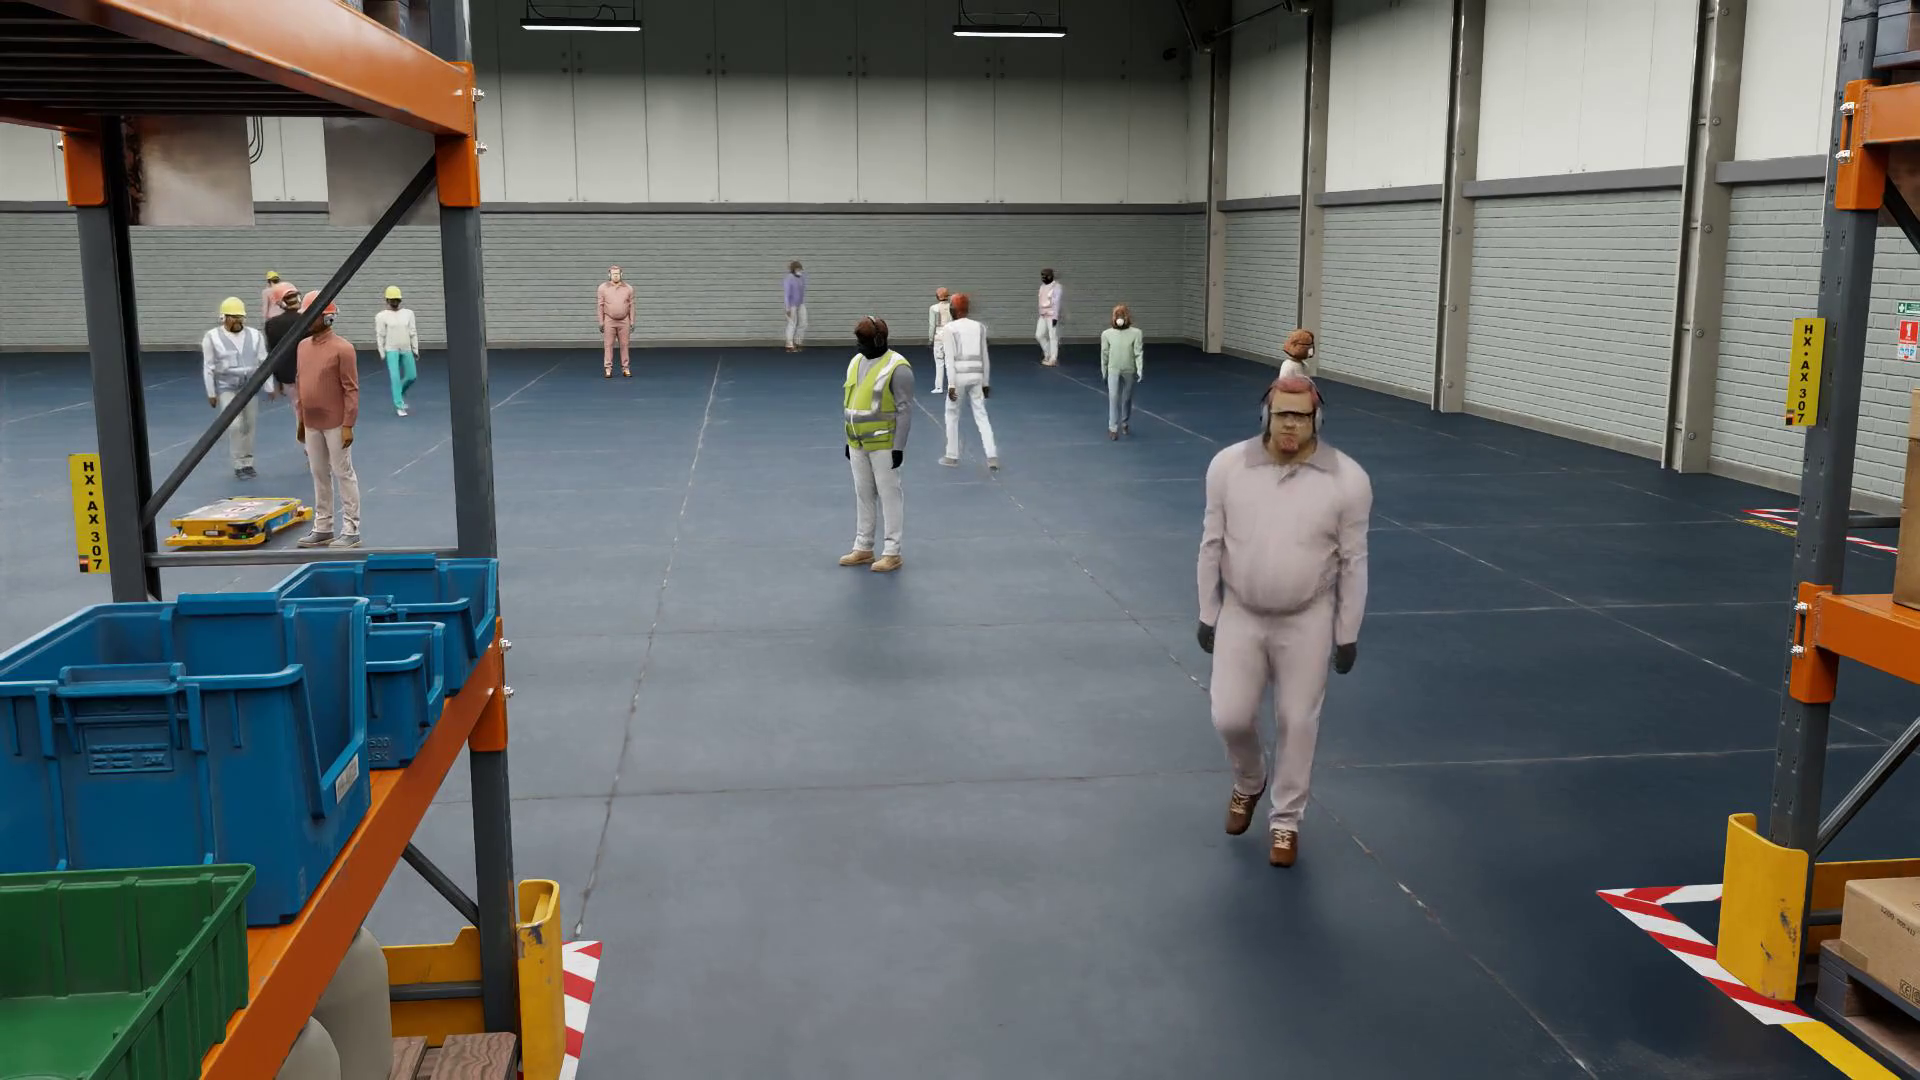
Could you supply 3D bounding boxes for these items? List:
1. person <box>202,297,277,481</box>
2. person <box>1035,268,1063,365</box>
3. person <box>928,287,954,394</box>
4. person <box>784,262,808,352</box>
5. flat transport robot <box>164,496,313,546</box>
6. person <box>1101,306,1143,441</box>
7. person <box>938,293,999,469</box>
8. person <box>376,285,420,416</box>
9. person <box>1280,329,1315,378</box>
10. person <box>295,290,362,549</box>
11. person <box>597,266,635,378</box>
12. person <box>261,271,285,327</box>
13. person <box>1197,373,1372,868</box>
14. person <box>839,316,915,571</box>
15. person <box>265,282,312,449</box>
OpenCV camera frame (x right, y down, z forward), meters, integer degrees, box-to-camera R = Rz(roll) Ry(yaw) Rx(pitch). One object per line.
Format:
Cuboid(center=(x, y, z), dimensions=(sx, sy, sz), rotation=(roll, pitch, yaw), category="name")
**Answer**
Cuboid(center=(-7.121, -1.495, 16.517), dimensions=(0.607, 1.807, 0.710), rotation=(-10, 14, -44), category="person")
Cuboid(center=(1.679, -4.177, 31.189), dimensions=(0.439, 1.827, 0.623), rotation=(-7, 12, -32), category="person")
Cuboid(center=(-0.250, -3.067, 25.586), dimensions=(0.514, 1.640, 0.310), rotation=(-6, 12, -29), category="person")
Cuboid(center=(-3.438, -4.846, 34.670), dimensions=(0.592, 1.885, 0.658), rotation=(9, 13, 40), category="person")
Cuboid(center=(-5.796, -0.164, 13.425), dimensions=(0.652, 0.197, 1.431), rotation=(0, 10, -3), category="flat transport robot")
Cuboid(center=(1.942, -2.022, 19.983), dimensions=(0.502, 1.593, 0.839), rotation=(1, 10, 3), category="person")
Cuboid(center=(0.120, -1.641, 17.288), dimensions=(0.595, 1.839, 0.839), rotation=(-7, 12, -32), category="person")
Cuboid(center=(-7.593, -2.555, 22.440), dimensions=(0.546, 1.752, 0.492), rotation=(-8, 13, -38), category="person")
Cuboid(center=(2.862, -0.992, 14.268), dimensions=(0.307, 1.626, 0.499), rotation=(7, 12, 34), category="person")
Cuboid(center=(-4.890, -0.918, 12.824), dimensions=(0.612, 1.997, 0.376), rotation=(5, 12, 27), category="person")
Cuboid(center=(-5.887, -3.736, 28.523), dimensions=(0.643, 1.909, 0.410), rotation=(-4, 11, -21), category="person")
Cuboid(center=(-12.961, -4.212, 31.510), dimensions=(0.336, 1.762, 0.555), rotation=(8, 13, 38), category="person")
Cuboid(center=(1.219, 0.307, 6.367), dimensions=(0.654, 1.895, 0.422), rotation=(3, 11, 17), category="person")
Cuboid(center=(-0.624, -0.695, 12.050), dimensions=(0.619, 1.838, 0.430), rotation=(10, 14, 44), category="person")
Cuboid(center=(-6.786, -1.670, 17.106), dimensions=(0.653, 1.943, 0.589), rotation=(-1, 10, -8), category="person")
